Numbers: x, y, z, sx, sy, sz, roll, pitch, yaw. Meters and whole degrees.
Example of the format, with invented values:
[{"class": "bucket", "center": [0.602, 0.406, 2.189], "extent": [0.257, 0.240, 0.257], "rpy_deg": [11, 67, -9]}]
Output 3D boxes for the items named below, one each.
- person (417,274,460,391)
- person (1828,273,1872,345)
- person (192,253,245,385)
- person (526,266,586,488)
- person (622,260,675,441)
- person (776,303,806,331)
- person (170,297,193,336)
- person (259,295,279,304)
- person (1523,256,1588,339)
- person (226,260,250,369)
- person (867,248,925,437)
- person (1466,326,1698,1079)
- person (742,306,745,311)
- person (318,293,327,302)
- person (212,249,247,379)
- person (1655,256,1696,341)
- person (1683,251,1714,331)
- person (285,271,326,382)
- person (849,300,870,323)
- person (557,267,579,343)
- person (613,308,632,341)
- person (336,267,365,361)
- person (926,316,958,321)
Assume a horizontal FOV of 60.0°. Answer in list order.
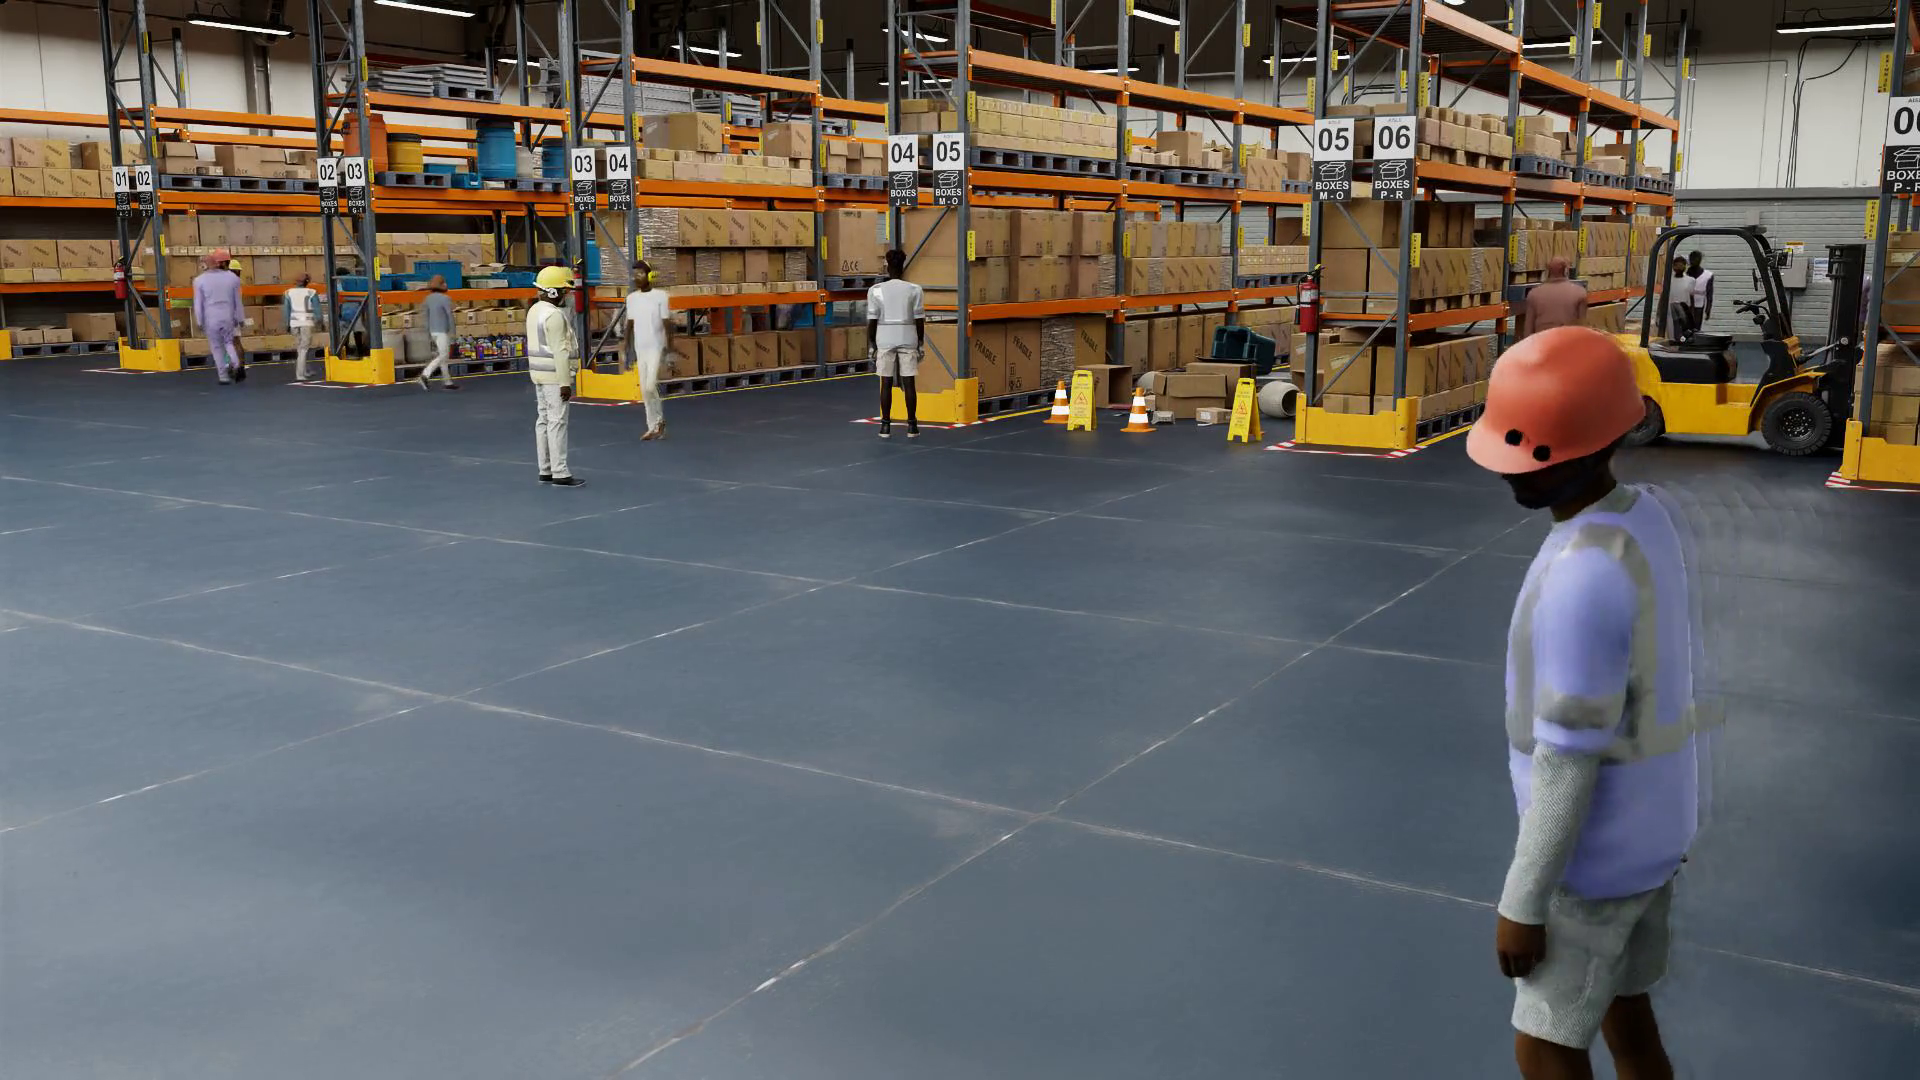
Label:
[{"class": "person", "center": [-7.165, -2.833, 22.763], "extent": [0.506, 1.608, 0.694], "rpy_deg": [8, 13, 37]}, {"class": "person", "center": [12.771, -3.178, 23.851], "extent": [0.581, 1.918, 0.406], "rpy_deg": [5, 11, 28]}, {"class": "person", "center": [-10.595, -3.141, 23.734], "extent": [0.418, 1.876, 0.698], "rpy_deg": [9, 14, 42]}, {"class": "person", "center": [-3.363, -1.346, 13.813], "extent": [0.404, 1.832, 0.598], "rpy_deg": [-7, 12, -34]}, {"class": "person", "center": [-3.192, -1.923, 16.990], "extent": [0.551, 1.850, 0.448], "rpy_deg": [5, 11, 25]}, {"class": "person", "center": [-2.825, -3.847, 27.402], "extent": [1.062, 1.980, 0.632], "rpy_deg": [-8, 13, -40]}, {"class": "person", "center": [-13.892, -4.183, 29.690], "extent": [0.624, 1.841, 0.430], "rpy_deg": [2, 10, 10]}, {"class": "person", "center": [-12.449, -4.229, 30.055], "extent": [0.431, 1.801, 0.690], "rpy_deg": [0, 10, -2]}, {"class": "person", "center": [6.370, -2.093, 17.836], "extent": [0.662, 1.885, 0.589], "rpy_deg": [5, 11, 26]}, {"class": "person", "center": [-11.694, -3.631, 26.827], "extent": [0.517, 1.757, 0.336], "rpy_deg": [9, 13, 40]}, {"class": "person", "center": [-0.663, -2.047, 17.363], "extent": [0.604, 1.966, 0.367], "rpy_deg": [0, 10, -2]}, {"class": "person", "center": [1.186, 0.546, 3.097], "extent": [0.415, 1.891, 0.736], "rpy_deg": [7, 12, 33]}, {"class": "person", "center": [-4.684, -4.987, 34.228], "extent": [0.632, 1.830, 0.608], "rpy_deg": [5, 11, 26]}, {"class": "person", "center": [-12.818, -4.825, 33.255], "extent": [0.583, 1.863, 0.760], "rpy_deg": [5, 11, 25]}, {"class": "person", "center": [-10.965, -3.373, 24.880], "extent": [0.376, 1.932, 0.551], "rpy_deg": [-10, 14, -44]}, {"class": "person", "center": [11.144, -3.494, 25.899], "extent": [0.552, 1.828, 0.989], "rpy_deg": [5, 11, 25]}, {"class": "person", "center": [12.008, -3.780, 27.299], "extent": [0.609, 1.873, 0.952], "rpy_deg": [6, 12, 30]}, {"class": "person", "center": [-9.661, -3.160, 24.604], "extent": [0.516, 1.603, 0.790], "rpy_deg": [2, 10, 10]}, {"class": "person", "center": [-1.710, -4.476, 31.204], "extent": [0.645, 1.901, 1.019], "rpy_deg": [3, 10, 14]}, {"class": "person", "center": [-5.062, -2.613, 21.202], "extent": [0.500, 1.712, 0.506], "rpy_deg": [7, 12, 33]}, {"class": "person", "center": [-6.988, -5.072, 34.573], "extent": [0.604, 1.865, 0.648], "rpy_deg": [5, 11, 27]}, {"class": "person", "center": [-9.785, -3.546, 26.664], "extent": [0.549, 1.637, 0.739], "rpy_deg": [-7, 12, -35]}, {"class": "person", "center": [-0.207, -3.017, 22.604], "extent": [0.606, 2.037, 0.405], "rpy_deg": [5, 11, 24]}]
